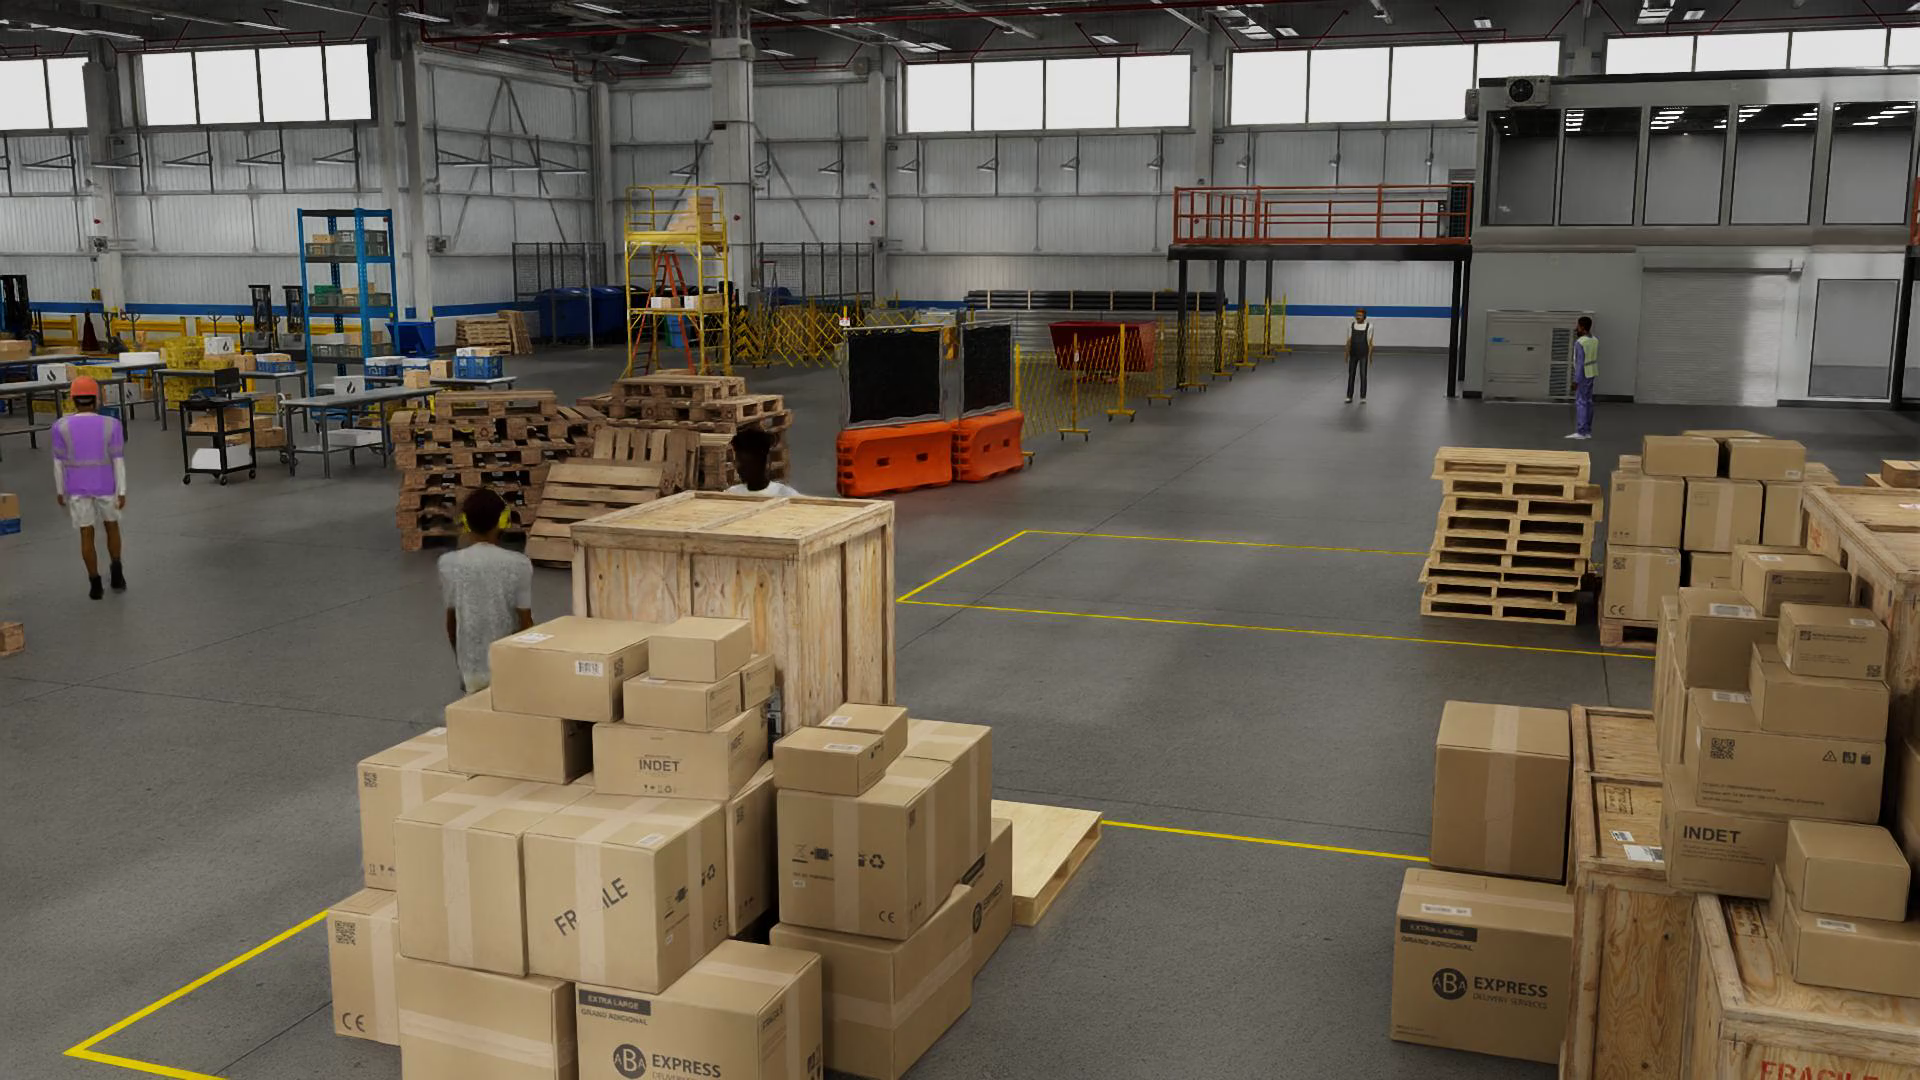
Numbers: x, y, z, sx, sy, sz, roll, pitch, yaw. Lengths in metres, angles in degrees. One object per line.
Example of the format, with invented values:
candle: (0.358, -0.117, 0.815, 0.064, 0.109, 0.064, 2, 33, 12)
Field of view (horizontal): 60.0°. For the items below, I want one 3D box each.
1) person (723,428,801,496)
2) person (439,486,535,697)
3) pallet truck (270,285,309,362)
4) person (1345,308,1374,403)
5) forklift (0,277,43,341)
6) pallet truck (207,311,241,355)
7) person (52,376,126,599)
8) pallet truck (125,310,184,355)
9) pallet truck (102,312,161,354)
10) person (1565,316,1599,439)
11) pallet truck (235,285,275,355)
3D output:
person: (-1.201, 0.295, 10.012, 0.643, 1.949, 0.443, 6, 12, 30)
person: (-2.311, 0.659, 8.275, 0.535, 1.845, 0.441, 1, 10, 5)
pallet truck: (-17.147, -5.700, 43.663, 0.823, 1.965, 1.885, 3, 11, 17)
person: (7.659, -3.536, 31.925, 0.504, 1.839, 0.344, 4, 11, 21)
forklift: (-27.151, -6.329, 46.328, 1.157, 1.987, 2.680, 3, 11, 17)
pallet truck: (-19.537, -5.575, 44.913, 0.653, 1.274, 1.630, 3, 11, 19)
person: (-7.553, -0.466, 14.462, 0.550, 1.907, 0.816, -5, 11, -28)
pallet truck: (-22.038, -5.665, 45.457, 0.704, 1.261, 1.522, 3, 11, 17)
pallet truck: (-23.057, -5.777, 46.261, 0.680, 1.201, 1.601, 3, 11, 19)
person: (9.785, -2.537, 26.071, 0.391, 1.920, 0.587, 9, 14, 42)
pallet truck: (-18.327, -5.835, 44.421, 0.823, 1.965, 1.885, 4, 11, 23)
